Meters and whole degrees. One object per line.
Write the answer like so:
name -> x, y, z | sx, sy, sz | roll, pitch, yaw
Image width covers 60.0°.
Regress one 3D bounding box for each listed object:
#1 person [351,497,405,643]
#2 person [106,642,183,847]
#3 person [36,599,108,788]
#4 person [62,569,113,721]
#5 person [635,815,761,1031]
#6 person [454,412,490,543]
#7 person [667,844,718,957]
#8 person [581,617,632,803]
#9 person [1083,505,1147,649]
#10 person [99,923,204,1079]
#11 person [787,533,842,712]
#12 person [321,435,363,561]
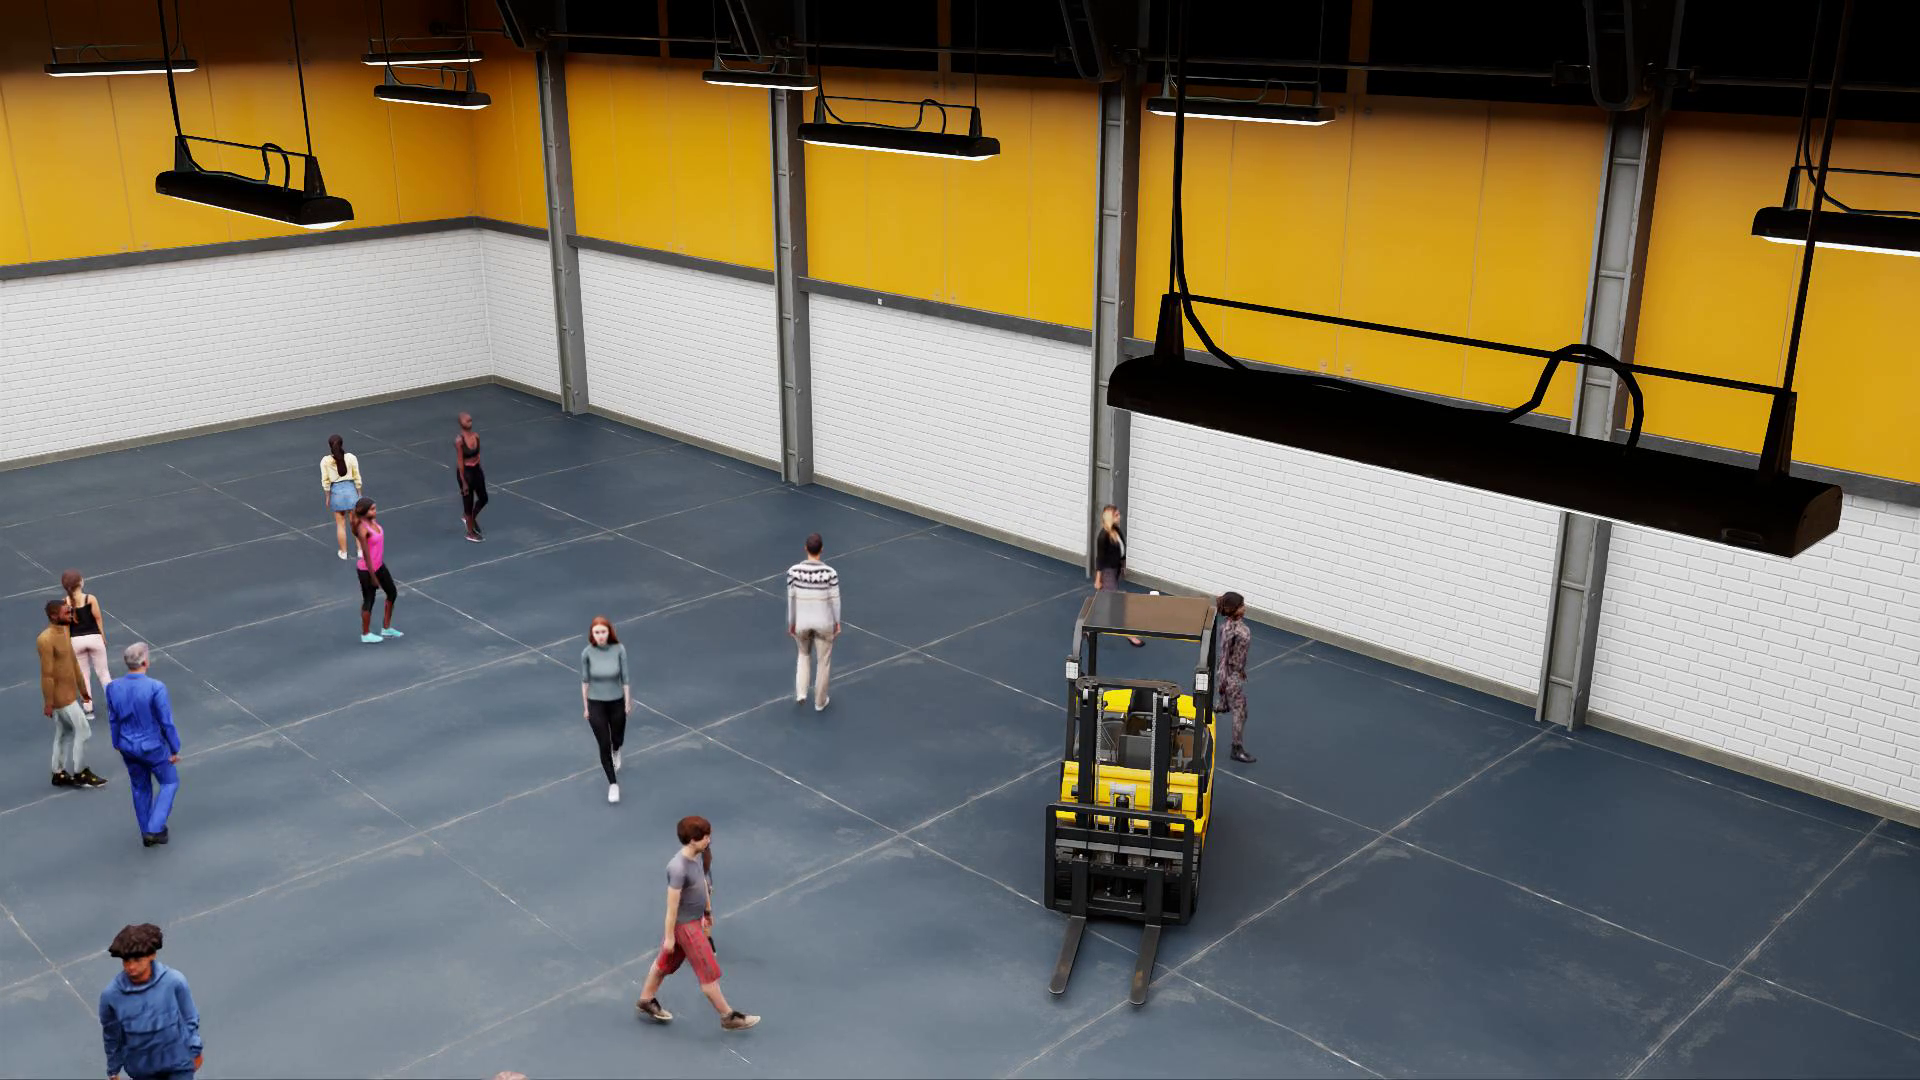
person -> -6.643, 0.340, 18.541 | 0.818, 1.706, 0.754 | 2, 19, 6
person -> -6.939, 1.796, 14.059 | 0.956, 1.808, 1.024 | 0, 19, 1
person -> -8.295, 1.424, 15.192 | 0.914, 1.790, 0.852 | -2, 19, -5
person -> -8.772, 1.035, 16.700 | 0.611, 1.563, 0.623 | -8, 20, -23
person -> -2.007, 2.703, 11.686 | 1.225, 1.603, 1.044 | 4, 19, 12
person -> -6.553, -0.847, 22.000 | 0.742, 1.749, 0.664 | 11, 22, 30
person -> -1.972, 2.656, 12.638 | 0.771, 1.084, 0.591 | 9, 21, 26
person -> -3.208, 1.493, 15.081 | 0.855, 1.729, 1.001 | -4, 19, -13
person -> 1.571, 0.414, 18.444 | 1.104, 1.628, 0.828 | 9, 21, 24
person -> -4.887, 3.113, 10.175 | 0.913, 1.791, 0.997 | -4, 19, -12
person -> -1.487, 0.866, 16.765 | 0.752, 1.843, 0.844 | 3, 19, 9
person -> -7.911, -0.564, 21.343 | 0.710, 1.631, 0.677 | -8, 20, -23
